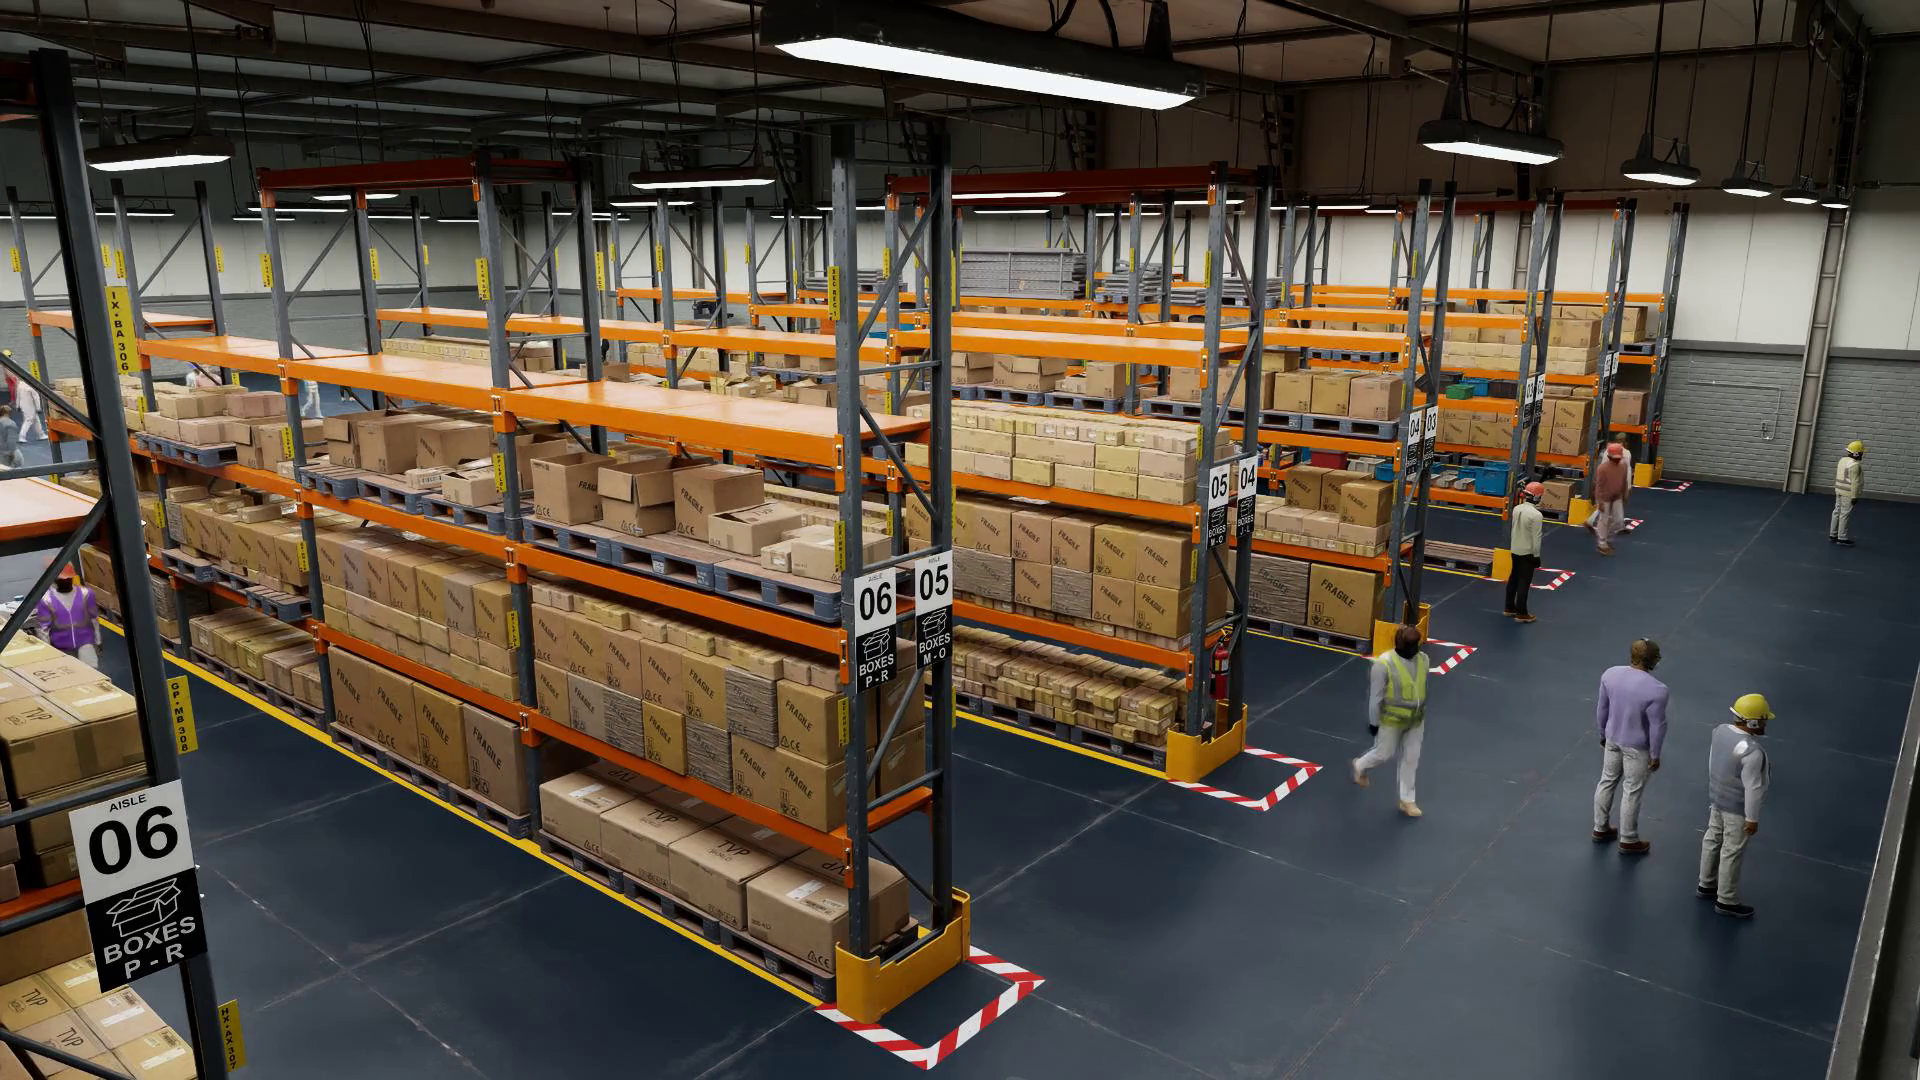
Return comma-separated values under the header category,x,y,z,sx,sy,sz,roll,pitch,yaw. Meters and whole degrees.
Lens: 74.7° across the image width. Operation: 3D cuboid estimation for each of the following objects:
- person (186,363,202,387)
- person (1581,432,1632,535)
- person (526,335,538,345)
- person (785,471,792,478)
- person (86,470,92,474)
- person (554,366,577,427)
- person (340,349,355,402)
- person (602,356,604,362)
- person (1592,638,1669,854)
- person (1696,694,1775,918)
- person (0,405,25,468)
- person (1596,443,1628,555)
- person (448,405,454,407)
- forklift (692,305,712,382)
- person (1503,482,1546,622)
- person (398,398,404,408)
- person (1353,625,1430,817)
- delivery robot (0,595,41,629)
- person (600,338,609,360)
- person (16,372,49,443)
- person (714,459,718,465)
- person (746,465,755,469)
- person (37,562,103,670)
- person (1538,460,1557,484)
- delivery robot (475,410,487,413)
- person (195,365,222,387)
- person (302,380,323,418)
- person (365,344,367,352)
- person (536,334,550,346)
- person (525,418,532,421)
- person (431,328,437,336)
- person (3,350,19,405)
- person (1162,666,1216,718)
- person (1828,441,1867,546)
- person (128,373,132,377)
category,x,y,z,sx,sy,sz,roll,pitch,yaw
person,-21.300,-4.071,35.471,0.730,1.878,1.027,-11,17,-37
person,11.845,-1.024,22.932,0.942,1.890,0.697,-2,14,-7
person,-16.487,-7.136,48.645,0.500,1.603,0.733,-9,16,-33
person,-3.938,-2.381,28.426,0.587,1.915,0.613,-6,15,-22
person,-15.414,-0.828,22.628,0.414,1.623,0.534,7,15,27
person,-11.269,-4.125,35.715,0.942,1.867,0.638,6,15,24
person,-20.173,-5.389,41.257,0.533,1.698,0.322,0,14,1
person,-10.754,-4.630,37.831,0.509,1.844,0.329,2,14,7
person,5.934,1.805,11.169,0.371,1.936,0.629,-6,15,-23
person,6.260,2.106,10.146,0.403,1.833,0.591,0,14,2
person,-19.901,-1.858,26.313,0.646,1.893,0.732,4,14,17
person,11.086,-0.694,21.427,0.666,1.948,0.492,-3,14,-10
person,-13.031,-3.316,32.201,0.994,1.943,0.660,-7,15,-26
forklift,-9.511,-7.392,47.124,1.873,2.768,1.129,11,17,38
person,8.034,0.154,17.865,0.405,1.986,0.619,-2,14,-7
person,-16.628,-4.523,37.328,0.822,1.867,0.671,13,18,42
person,4.145,1.661,12.011,0.632,1.820,0.768,-5,15,-19
delivery robot,-12.842,1.003,17.240,0.707,0.478,0.477,6,15,22
person,-13.892,-7.407,48.934,0.537,2.000,0.682,0,14,0
person,-24.572,-3.504,33.220,0.664,1.848,0.839,9,16,34
person,-4.195,-0.589,21.675,0.733,1.607,0.549,4,14,17
person,-4.410,-2.012,26.907,0.398,1.920,0.589,6,15,23
person,-9.916,1.122,14.070,0.555,1.895,0.999,-11,17,-37
person,12.340,-1.811,26.064,0.626,1.912,0.985,-5,15,-19
delivery robot,-13.692,-3.531,35.882,0.477,0.478,0.707,9,16,34
person,-20.586,-3.859,34.598,0.672,1.862,0.933,-7,15,-26
person,-19.317,-4.424,37.447,0.553,1.617,0.525,4,14,15
person,-21.669,-6.557,46.284,0.850,1.597,0.506,5,15,20
person,-15.173,-6.624,46.030,0.931,1.846,0.585,9,16,33
person,-11.992,-3.932,34.881,0.362,1.882,0.576,6,15,24
person,-21.561,-7.841,51.479,0.508,1.632,0.269,-1,14,-3
person,-30.396,-5.200,40.337,0.524,1.769,0.315,2,14,9
person,2.583,1.019,14.453,0.912,1.915,0.613,11,18,39
person,15.699,-0.835,22.245,0.404,1.833,0.589,2,14,9
person,-29.349,-6.121,43.912,1.021,1.865,0.585,-11,18,-39
